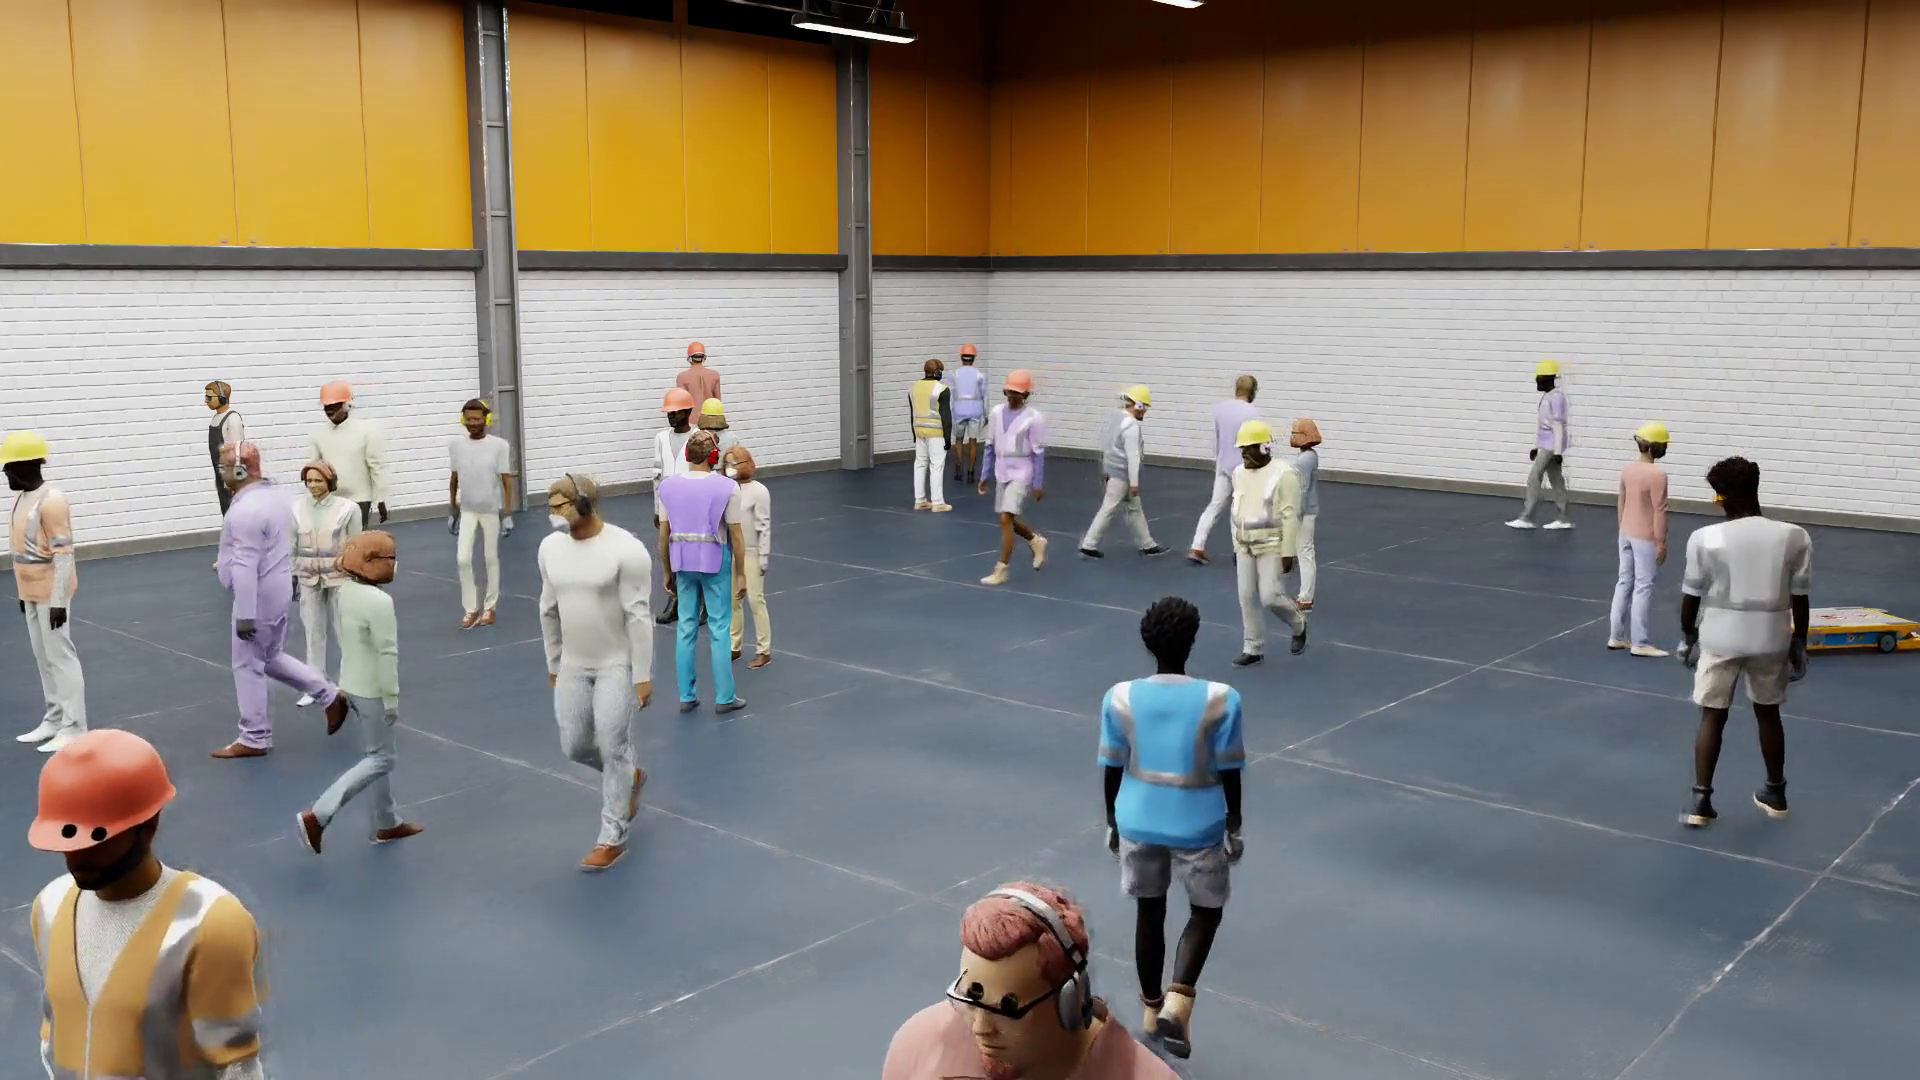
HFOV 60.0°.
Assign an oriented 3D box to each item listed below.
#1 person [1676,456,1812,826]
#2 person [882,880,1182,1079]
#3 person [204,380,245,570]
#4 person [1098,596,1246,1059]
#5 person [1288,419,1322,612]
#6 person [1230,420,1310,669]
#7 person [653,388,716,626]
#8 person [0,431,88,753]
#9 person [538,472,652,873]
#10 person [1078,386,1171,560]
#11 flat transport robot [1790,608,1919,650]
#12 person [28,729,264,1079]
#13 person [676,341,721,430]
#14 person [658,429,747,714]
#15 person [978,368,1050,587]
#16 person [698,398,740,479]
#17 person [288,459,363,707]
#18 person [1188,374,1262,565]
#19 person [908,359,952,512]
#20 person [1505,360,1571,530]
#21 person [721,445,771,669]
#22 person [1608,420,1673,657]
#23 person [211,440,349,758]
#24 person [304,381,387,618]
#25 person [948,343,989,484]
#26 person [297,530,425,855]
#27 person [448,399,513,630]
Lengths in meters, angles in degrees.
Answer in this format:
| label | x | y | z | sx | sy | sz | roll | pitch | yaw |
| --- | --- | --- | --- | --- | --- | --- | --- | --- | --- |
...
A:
| label | x | y | z | sx | sy | sz | roll | pitch | yaw |
| --- | --- | --- | --- | --- | --- | --- | --- | --- | --- |
| person | 4.058 | 0.519 | 8.591 | 0.651 | 1.914 | 0.597 | 2 | 9 | 12 |
| person | 0.076 | 1.471 | 2.789 | 0.665 | 1.880 | 0.727 | 7 | 12 | 39 |
| person | -6.992 | -0.603 | 15.888 | 0.505 | 1.842 | 0.332 | 9 | 13 | 44 |
| person | 0.748 | 1.044 | 6.002 | 0.543 | 1.683 | 0.519 | 3 | 10 | 21 |
| person | 2.887 | -0.208 | 14.039 | 0.280 | 1.633 | 0.500 | 3 | 10 | 18 |
| person | 2.225 | 0.031 | 12.024 | 0.558 | 1.806 | 0.598 | -7 | 12 | -38 |
| person | -2.244 | -0.263 | 13.435 | 0.552 | 1.935 | 0.366 | 3 | 10 | 20 |
| person | -5.484 | 0.305 | 9.908 | 0.593 | 1.922 | 0.387 | 8 | 12 | 43 |
| person | -1.728 | 0.602 | 8.090 | 0.649 | 1.912 | 0.663 | 3 | 10 | 20 |
| person | 1.614 | -0.661 | 16.540 | 0.965 | 1.750 | 0.657 | -1 | 9 | -6 |
| flat transport robot | 6.580 | 0.684 | 12.702 | 1.431 | 0.197 | 0.652 | -1 | 9 | -9 |
| person | -1.723 | 1.317 | 3.596 | 0.560 | 1.913 | 0.771 | 3 | 9 | 17 |
| person | -3.323 | -1.520 | 21.143 | 0.611 | 1.996 | 0.378 | -6 | 11 | -31 |
| person | -1.664 | 0.212 | 10.738 | 0.570 | 1.843 | 0.373 | 2 | 9 | 13 |
| person | 0.555 | -0.594 | 15.314 | 0.876 | 2.009 | 0.630 | -9 | 12 | -43 |
| person | -2.191 | -0.400 | 14.897 | 0.484 | 1.745 | 0.297 | -8 | 12 | -43 |
| person | -4.161 | 0.285 | 10.930 | 0.522 | 1.636 | 0.310 | 0 | 9 | 1 |
| person | 2.681 | -0.688 | 16.262 | 0.916 | 1.907 | 0.662 | -6 | 11 | -31 |
| person | -0.330 | -1.256 | 20.002 | 0.629 | 1.837 | 0.429 | 8 | 12 | 40 |
| person | 6.448 | -1.047 | 18.490 | 0.851 | 1.890 | 0.613 | 2 | 9 | 12 |
| person | -1.575 | 0.118 | 12.027 | 0.506 | 1.627 | 0.283 | 6 | 11 | 32 |
| person | 5.111 | -0.014 | 12.412 | 0.331 | 1.767 | 0.532 | -2 | 9 | -10 |
| person | -4.045 | 0.347 | 9.796 | 0.703 | 1.884 | 0.646 | -2 | 9 | -10 |
| person | -5.122 | -0.314 | 13.676 | 0.645 | 1.957 | 0.857 | 1 | 9 | 9 |
| person | 0.113 | -1.732 | 22.742 | 0.563 | 1.911 | 0.586 | 1 | 9 | 6 |
| person | -2.938 | 0.754 | 8.096 | 0.625 | 1.612 | 0.513 | -8 | 12 | -42 |
| person | -3.861 | -0.198 | 13.291 | 0.565 | 1.848 | 0.670 | 0 | 9 | -1 |
